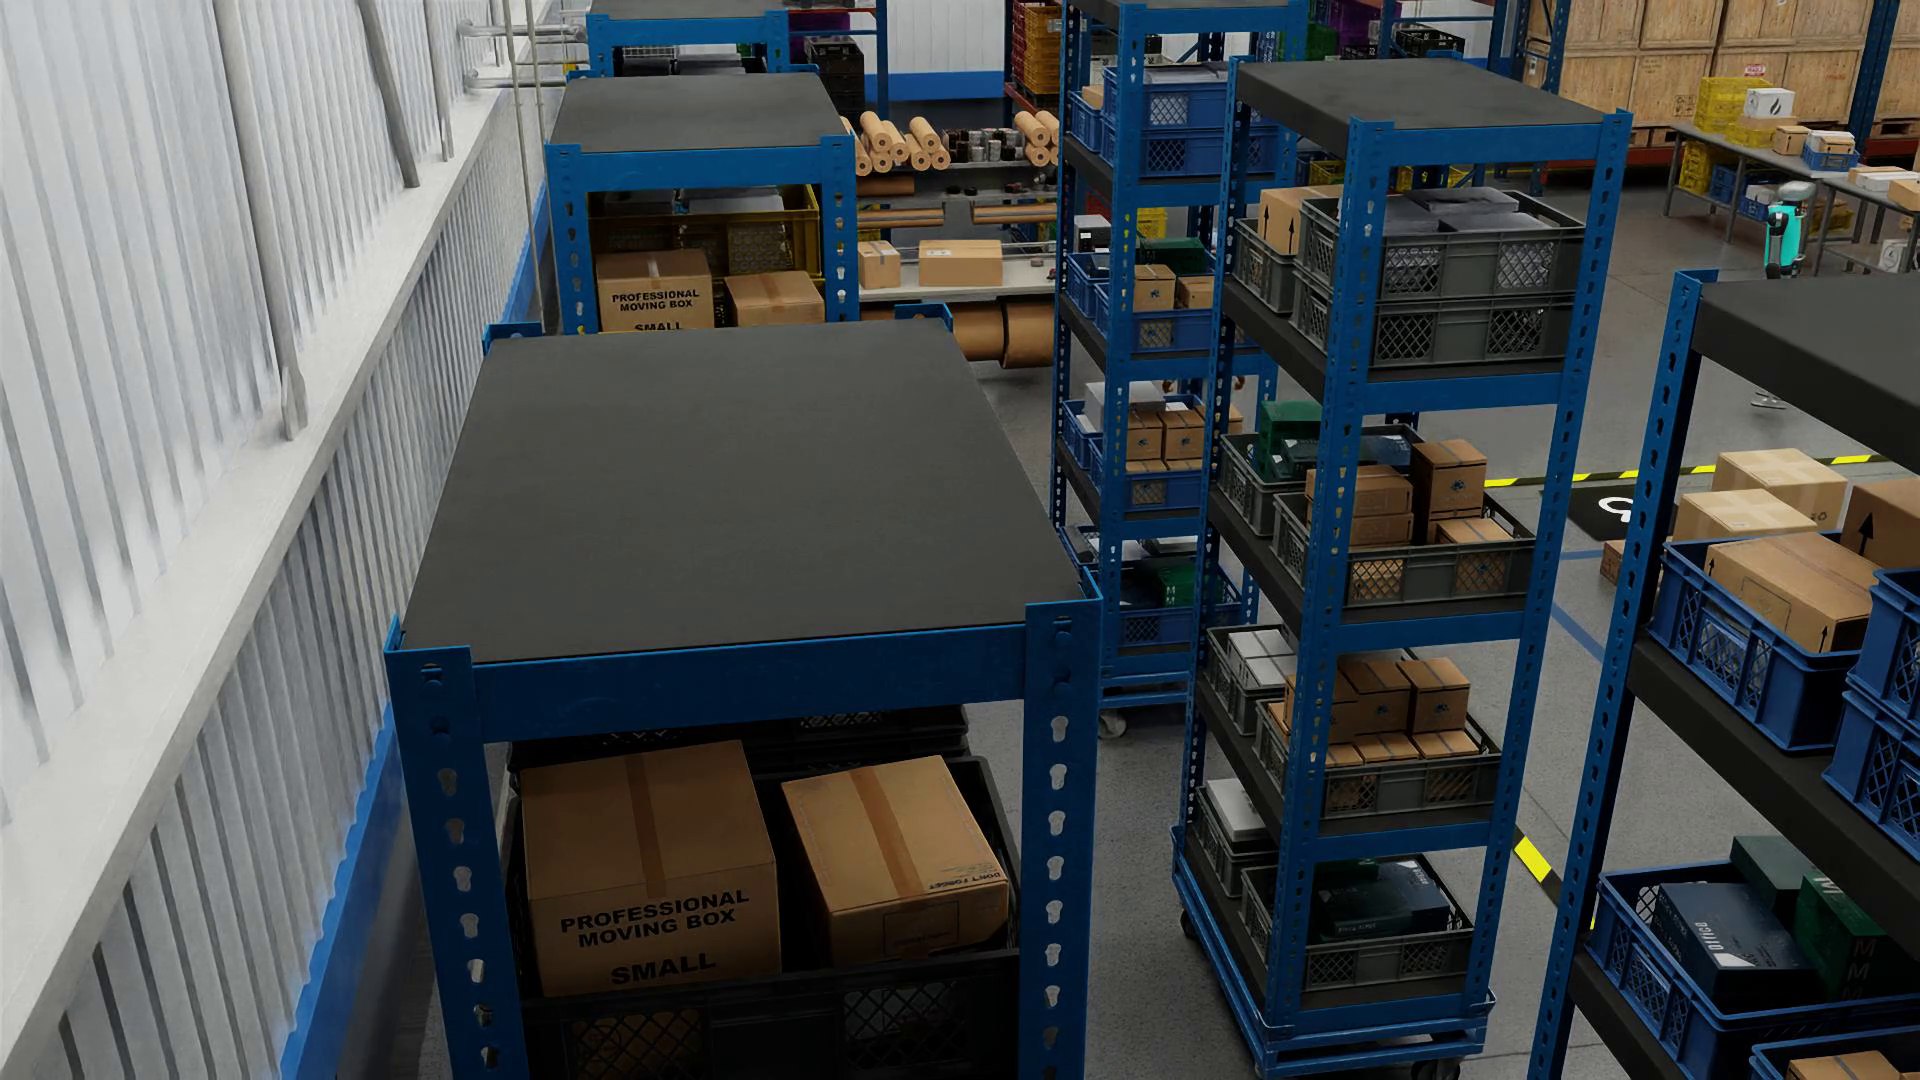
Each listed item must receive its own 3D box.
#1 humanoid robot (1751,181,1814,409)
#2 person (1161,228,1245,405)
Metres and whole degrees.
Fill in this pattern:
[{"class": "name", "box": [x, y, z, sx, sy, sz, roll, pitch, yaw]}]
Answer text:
[{"class": "humanoid robot", "box": [6.217, -1.771, 12.236, 0.735, 1.672, 0.533, 17, 30, 33]}, {"class": "person", "box": [1.596, -1.114, 10.831, 0.587, 1.847, 0.397, -4, 25, -9]}]
